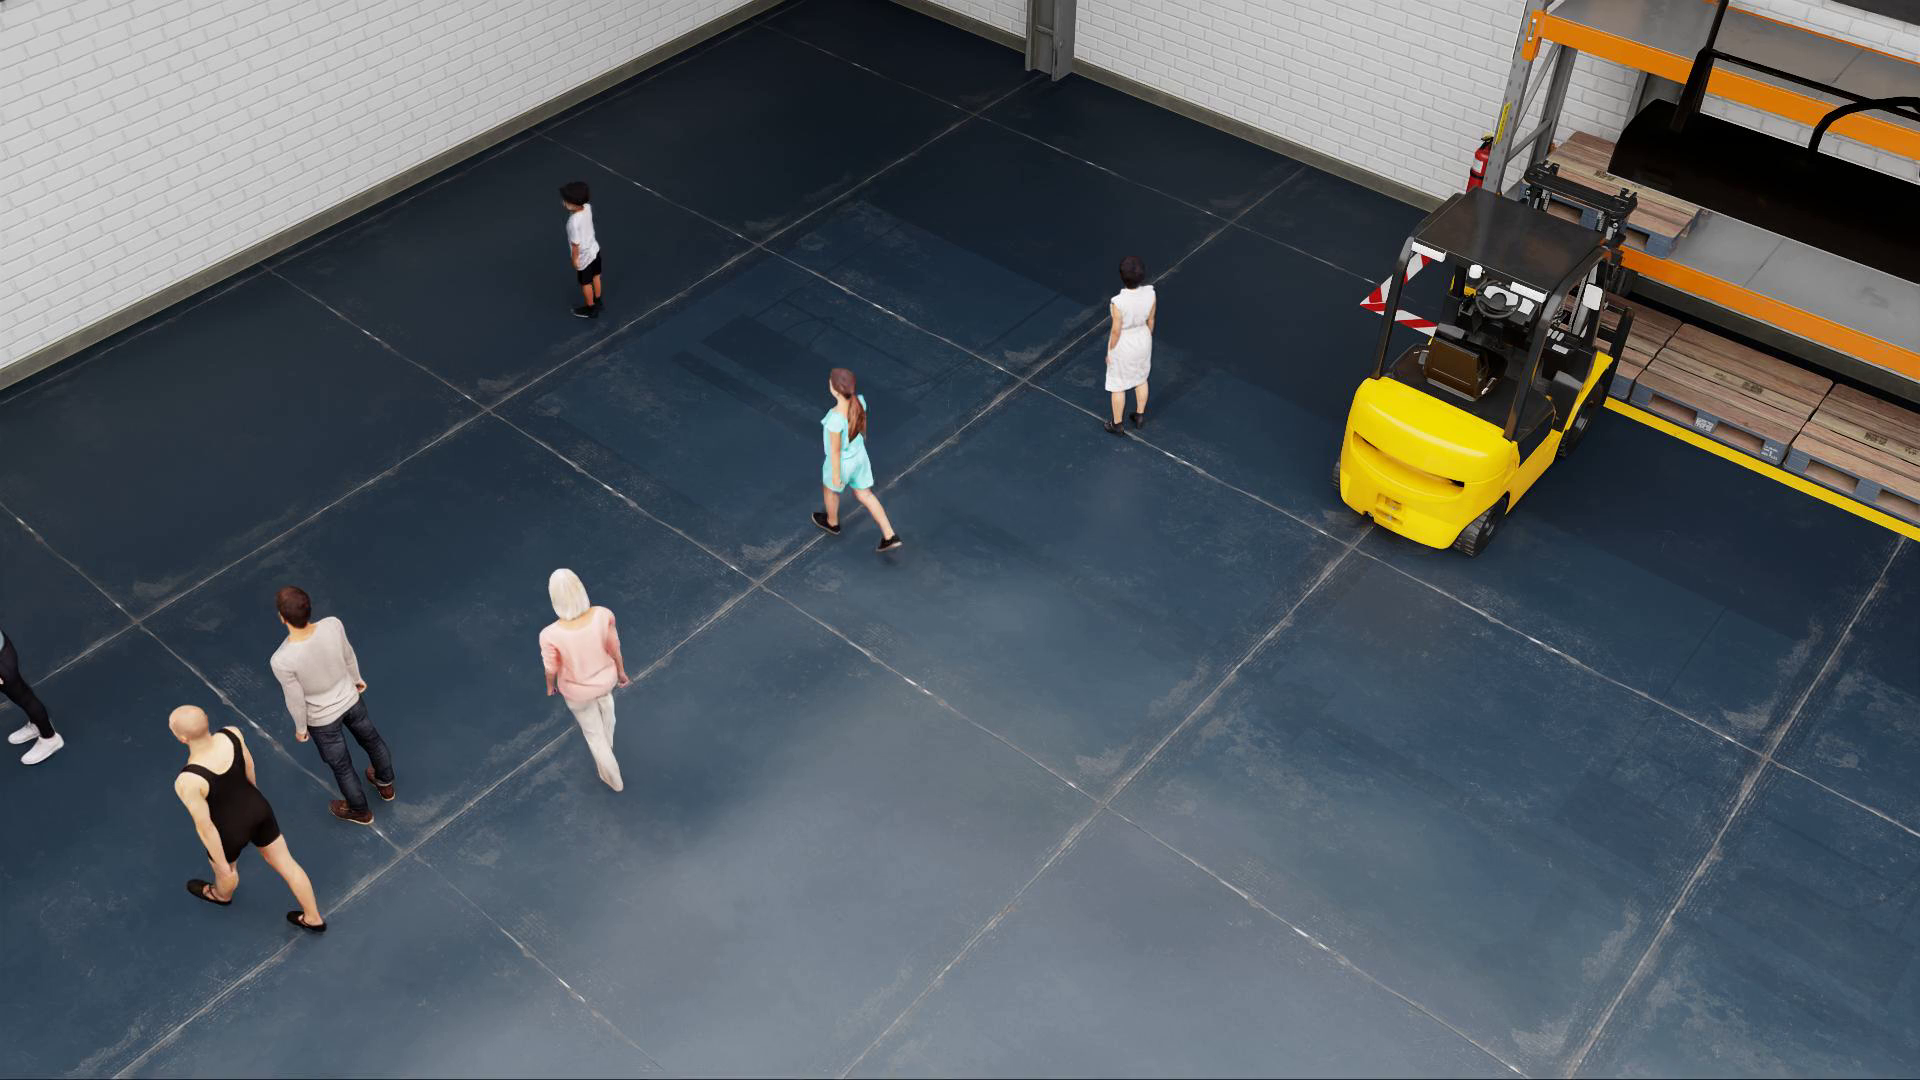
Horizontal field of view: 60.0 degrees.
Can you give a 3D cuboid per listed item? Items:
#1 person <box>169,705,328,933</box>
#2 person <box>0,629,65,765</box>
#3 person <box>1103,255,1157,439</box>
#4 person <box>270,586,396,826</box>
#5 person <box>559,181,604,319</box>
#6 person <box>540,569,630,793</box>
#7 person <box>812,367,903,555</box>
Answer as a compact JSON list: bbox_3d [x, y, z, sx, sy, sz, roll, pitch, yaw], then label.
[{"bbox_3d":[-3.836,1.576,9.036,1.173,1.776,0.914,15,46,15],"label":"person"},{"bbox_3d":[-5.821,0.685,9.997,0.683,1.742,0.559,-26,49,-25],"label":"person"},{"bbox_3d":[1.259,-1.435,12.359,0.623,1.552,0.621,-21,48,-21],"label":"person"},{"bbox_3d":[-3.631,0.961,9.616,0.610,1.867,0.687,23,48,22],"label":"person"},{"bbox_3d":[-3.067,-2.393,13.583,0.603,1.252,0.575,20,47,20],"label":"person"},{"bbox_3d":[-2.156,0.885,9.810,0.744,1.709,0.880,-26,49,-24],"label":"person"},{"bbox_3d":[-0.718,-0.518,11.410,1.018,1.534,0.555,30,51,27],"label":"person"}]
